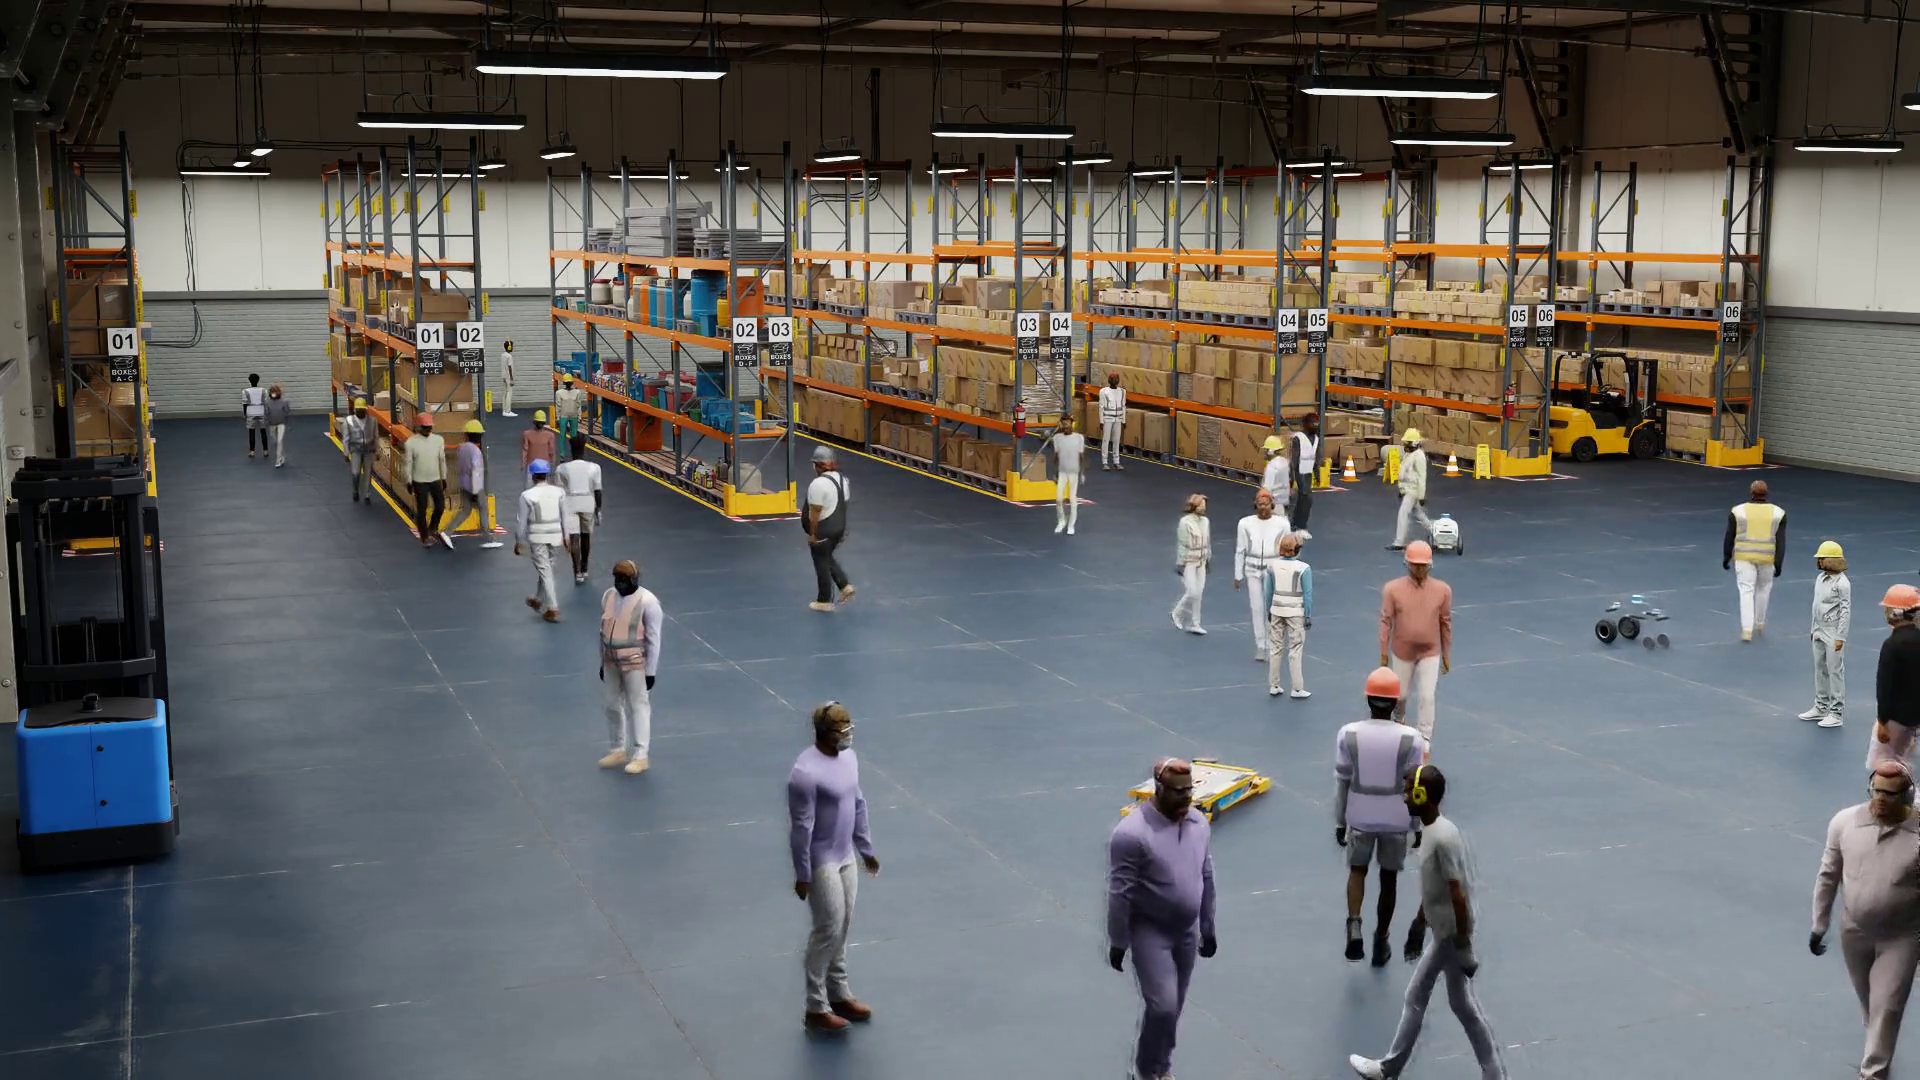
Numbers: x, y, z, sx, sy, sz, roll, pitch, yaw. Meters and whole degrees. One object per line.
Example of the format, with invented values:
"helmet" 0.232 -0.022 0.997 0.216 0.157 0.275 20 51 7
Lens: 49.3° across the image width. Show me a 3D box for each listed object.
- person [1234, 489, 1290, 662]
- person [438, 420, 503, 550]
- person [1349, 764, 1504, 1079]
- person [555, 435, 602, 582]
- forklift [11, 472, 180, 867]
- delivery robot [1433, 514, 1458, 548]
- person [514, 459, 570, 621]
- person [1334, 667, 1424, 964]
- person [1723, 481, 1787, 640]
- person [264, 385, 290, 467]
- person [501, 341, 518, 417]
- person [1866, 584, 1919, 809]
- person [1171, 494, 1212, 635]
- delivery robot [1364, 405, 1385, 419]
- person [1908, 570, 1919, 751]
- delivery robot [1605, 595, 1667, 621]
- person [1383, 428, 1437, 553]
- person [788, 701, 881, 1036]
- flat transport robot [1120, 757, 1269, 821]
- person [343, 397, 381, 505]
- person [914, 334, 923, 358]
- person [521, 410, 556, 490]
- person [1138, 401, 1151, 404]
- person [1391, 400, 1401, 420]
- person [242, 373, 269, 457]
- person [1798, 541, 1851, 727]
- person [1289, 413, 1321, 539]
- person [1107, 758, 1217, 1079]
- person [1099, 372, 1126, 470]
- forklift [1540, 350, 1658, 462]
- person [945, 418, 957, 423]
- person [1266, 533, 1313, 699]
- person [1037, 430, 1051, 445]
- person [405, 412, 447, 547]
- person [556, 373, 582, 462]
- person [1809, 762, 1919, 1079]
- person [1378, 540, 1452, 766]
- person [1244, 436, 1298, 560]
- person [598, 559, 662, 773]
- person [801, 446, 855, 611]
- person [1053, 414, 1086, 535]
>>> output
"person" 3.236 0.390 22.486 0.595 1.858 0.652 2 9 14
"person" -7.107 -0.795 30.289 0.877 1.900 0.592 -6 11 -36
"person" 2.549 2.114 11.200 0.835 1.800 0.565 3 9 17
"person" -5.052 -0.423 27.732 0.615 1.926 0.982 -2 9 -14
"forklift" -6.630 0.886 15.957 1.129 2.768 1.873 -3 9 -21
"delivery robot" 6.992 -0.136 30.172 0.477 0.478 0.707 2 9 11
"person" -5.062 -0.018 25.049 0.644 1.905 0.938 -8 12 -44
"person" 2.640 1.755 13.202 0.557 1.919 0.533 3 9 18
"person" 9.055 0.217 23.915 0.641 1.790 0.971 2 9 14
"person" -13.351 -2.255 40.997 0.502 1.603 0.707 0 9 2
"person" -11.133 -3.981 51.655 0.315 1.860 0.508 -6 10 -34
"person" 7.181 1.326 15.874 0.614 1.982 0.596 -7 11 -38
"person" 2.687 0.278 24.004 0.379 1.623 0.546 8 12 44
"delivery robot" 9.676 -2.881 48.476 0.477 0.478 0.707 -5 10 -30
"person" 8.626 1.044 18.685 0.540 1.695 0.317 1 9 7
"delivery robot" 7.593 0.735 23.504 0.335 0.223 0.698 -6 10 -36
"person" 6.571 -0.718 30.108 0.855 1.805 0.583 0 9 0
"person" -0.738 1.890 12.281 0.437 1.936 0.645 4 9 23
"flat transport robot" 1.919 2.032 16.971 0.652 0.197 1.431 5 10 31
"person" -10.053 -1.496 35.241 0.594 1.817 0.434 -4 9 -25
"person" -0.993 -4.076 51.741 0.621 2.021 0.602 2 9 11
"person" -6.743 -1.213 33.529 0.572 1.754 0.555 -1 9 -6
"person" 4.538 -3.903 51.050 0.649 1.885 0.670 -3 9 -20
"person" 9.885 -3.422 47.829 0.640 1.904 0.988 -1 9 -9
"person" -14.310 -2.540 42.578 0.535 1.700 0.318 -4 10 -26
"person" 8.142 0.873 19.673 0.317 1.742 0.492 -1 9 -9
"person" 5.223 -0.961 31.398 0.653 1.889 0.617 7 11 39
"person" 1.113 2.085 11.103 0.676 1.889 0.504 -6 11 -36
"person" 2.939 -2.289 40.291 0.576 1.885 0.355 -4 9 -23
"forklift" 12.897 -2.725 42.309 2.313 2.155 1.214 -3 9 -21
"person" -0.230 -3.764 50.019 0.566 1.922 0.428 -2 9 -15
"person" 3.267 0.752 20.822 0.515 1.640 0.315 7 11 41
"person" 1.822 -2.997 44.922 0.630 1.914 0.874 -3 9 -22
"person" -7.808 -0.889 30.646 0.639 1.973 0.432 -6 10 -33
"person" -7.776 -2.437 41.669 0.526 1.768 0.331 -4 9 -23
"person" 4.956 2.083 11.267 0.659 1.864 1.014 8 11 41
"person" 3.995 0.954 18.414 0.627 1.973 0.789 1 9 8
"person" 4.286 -0.544 28.969 0.948 1.781 0.617 4 9 24
"person" -2.860 1.071 18.035 0.648 1.841 0.429 5 10 32
"person" -1.676 -0.137 25.563 0.536 2.000 0.687 4 9 24
"person" 1.663 -0.998 31.815 0.536 1.853 0.459 2 9 13
